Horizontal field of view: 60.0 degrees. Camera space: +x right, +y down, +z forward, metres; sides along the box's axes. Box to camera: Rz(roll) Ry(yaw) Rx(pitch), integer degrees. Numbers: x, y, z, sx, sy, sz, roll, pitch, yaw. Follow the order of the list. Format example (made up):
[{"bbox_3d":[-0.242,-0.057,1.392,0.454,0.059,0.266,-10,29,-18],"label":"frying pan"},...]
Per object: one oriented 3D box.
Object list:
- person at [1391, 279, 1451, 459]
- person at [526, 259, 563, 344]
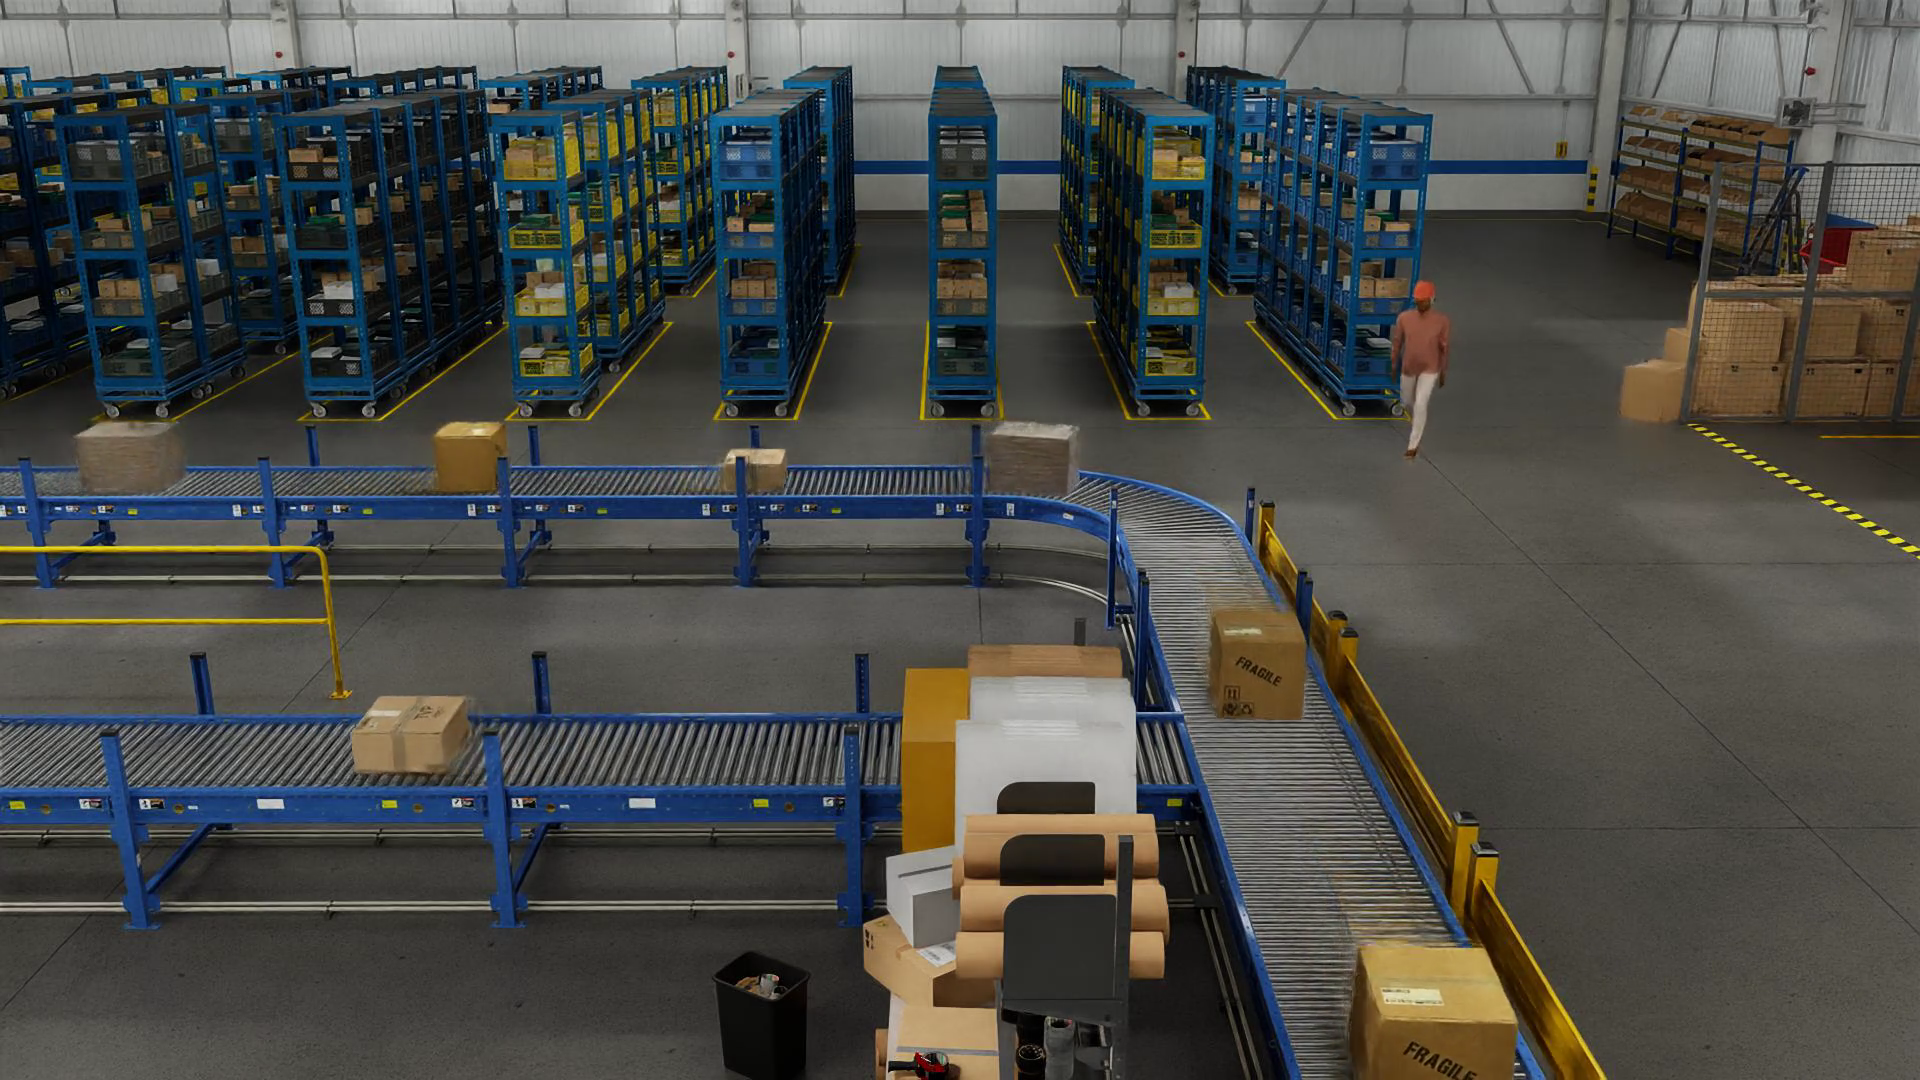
[{"bbox_3d":[5.087,-1.920,18.374,0.627,1.968,0.750,9,20,26],"label":"person"},{"bbox_3d":[-5.964,-3.647,23.974,0.626,1.780,0.921,0,18,-1],"label":"person"}]
